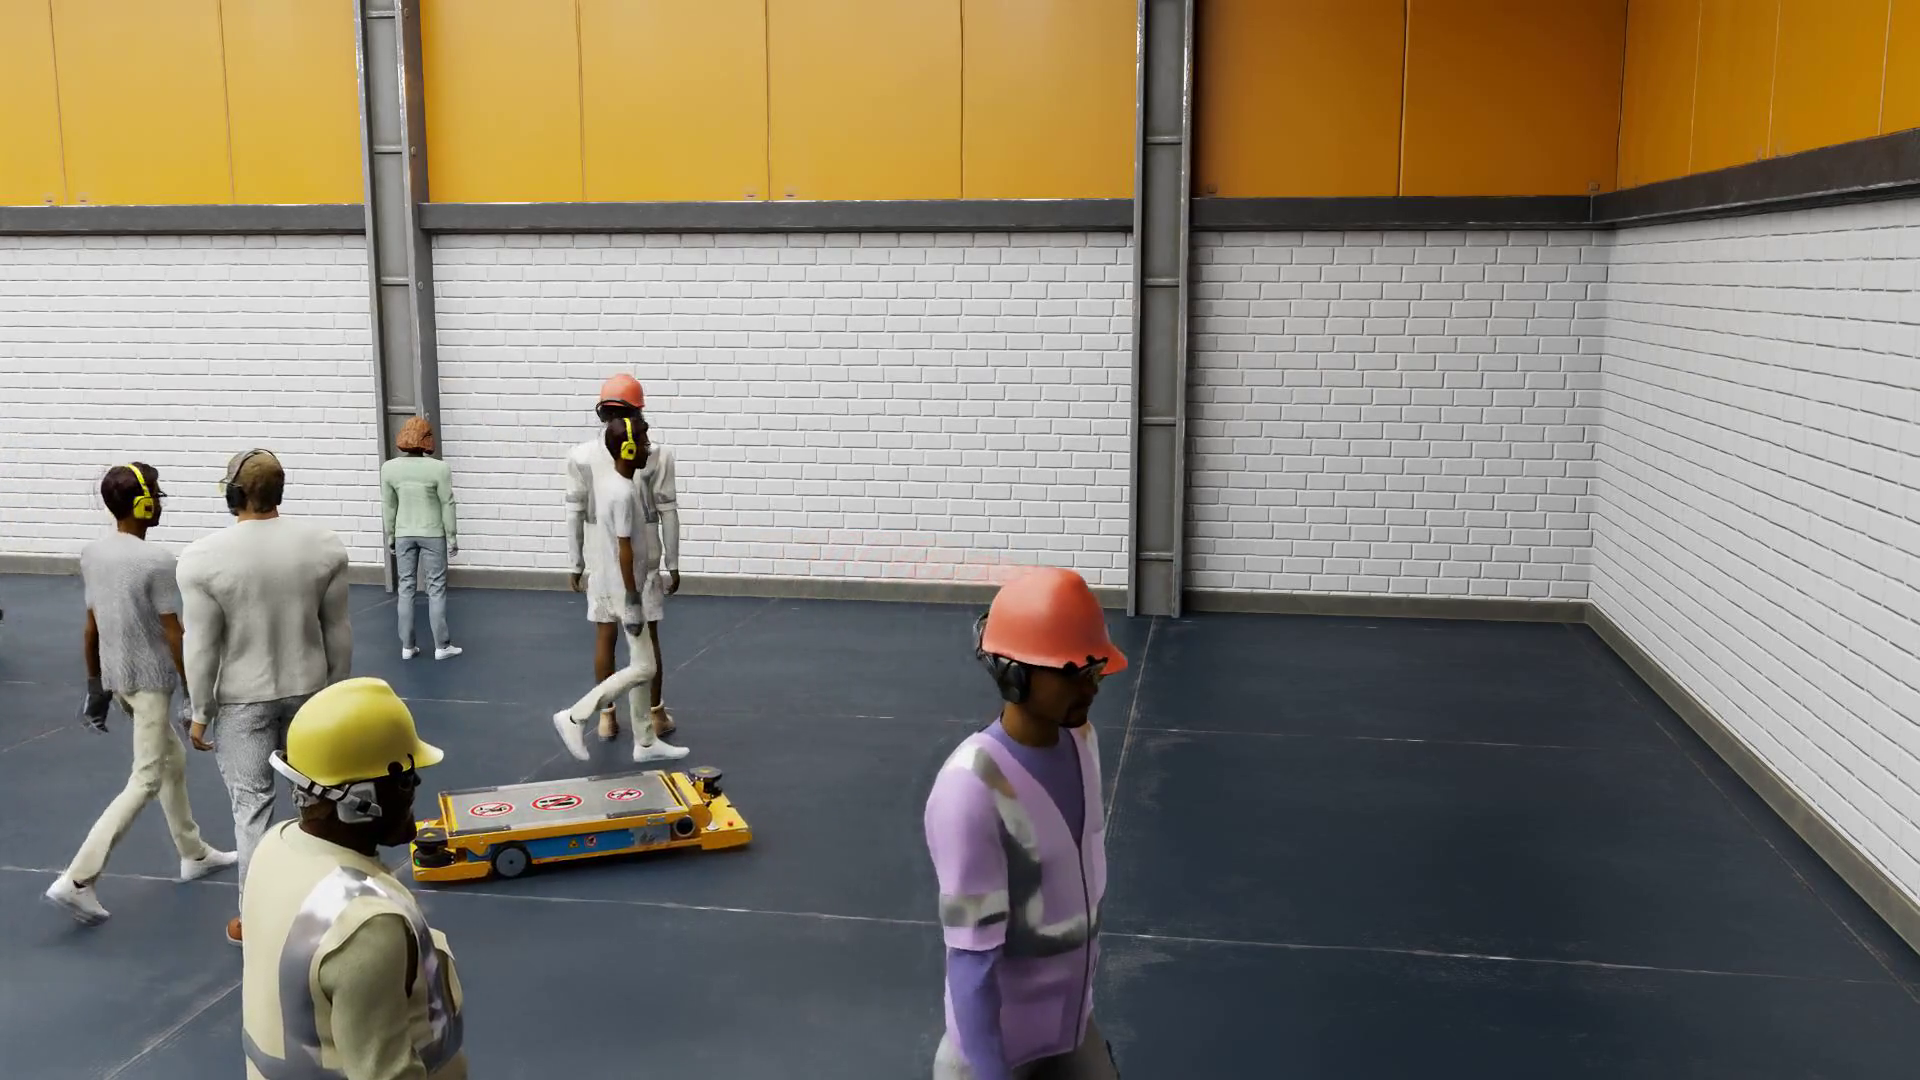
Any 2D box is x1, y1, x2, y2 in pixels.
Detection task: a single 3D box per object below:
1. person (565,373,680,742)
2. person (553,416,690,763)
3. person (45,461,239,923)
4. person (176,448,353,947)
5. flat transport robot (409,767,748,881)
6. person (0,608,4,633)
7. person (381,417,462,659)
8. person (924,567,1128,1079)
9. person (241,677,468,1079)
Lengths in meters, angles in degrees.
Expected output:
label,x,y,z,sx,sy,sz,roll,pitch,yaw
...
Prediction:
label,x,y,z,sx,sy,sz,roll,pitch,yaw
person,-1.858,0.099,9.230,0.615,2.040,0.391,0,9,-2
person,-1.777,0.281,8.679,0.621,1.852,0.543,-3,10,-16
person,-3.373,0.598,6.791,0.531,1.840,0.909,5,10,28
person,-2.646,0.611,6.394,0.636,1.939,0.364,-8,12,-41
flat transport robot,-1.731,1.263,7.503,1.431,0.197,0.652,-3,10,-20
person,-6.917,-0.107,11.021,0.800,1.887,0.668,-2,9,-11
person,-3.606,-0.007,11.145,0.505,1.633,0.279,1,9,5
person,0.153,1.036,3.642,1.070,1.986,0.633,6,11,34
person,-1.188,1.169,3.318,0.403,1.827,0.596,-7,12,-37
